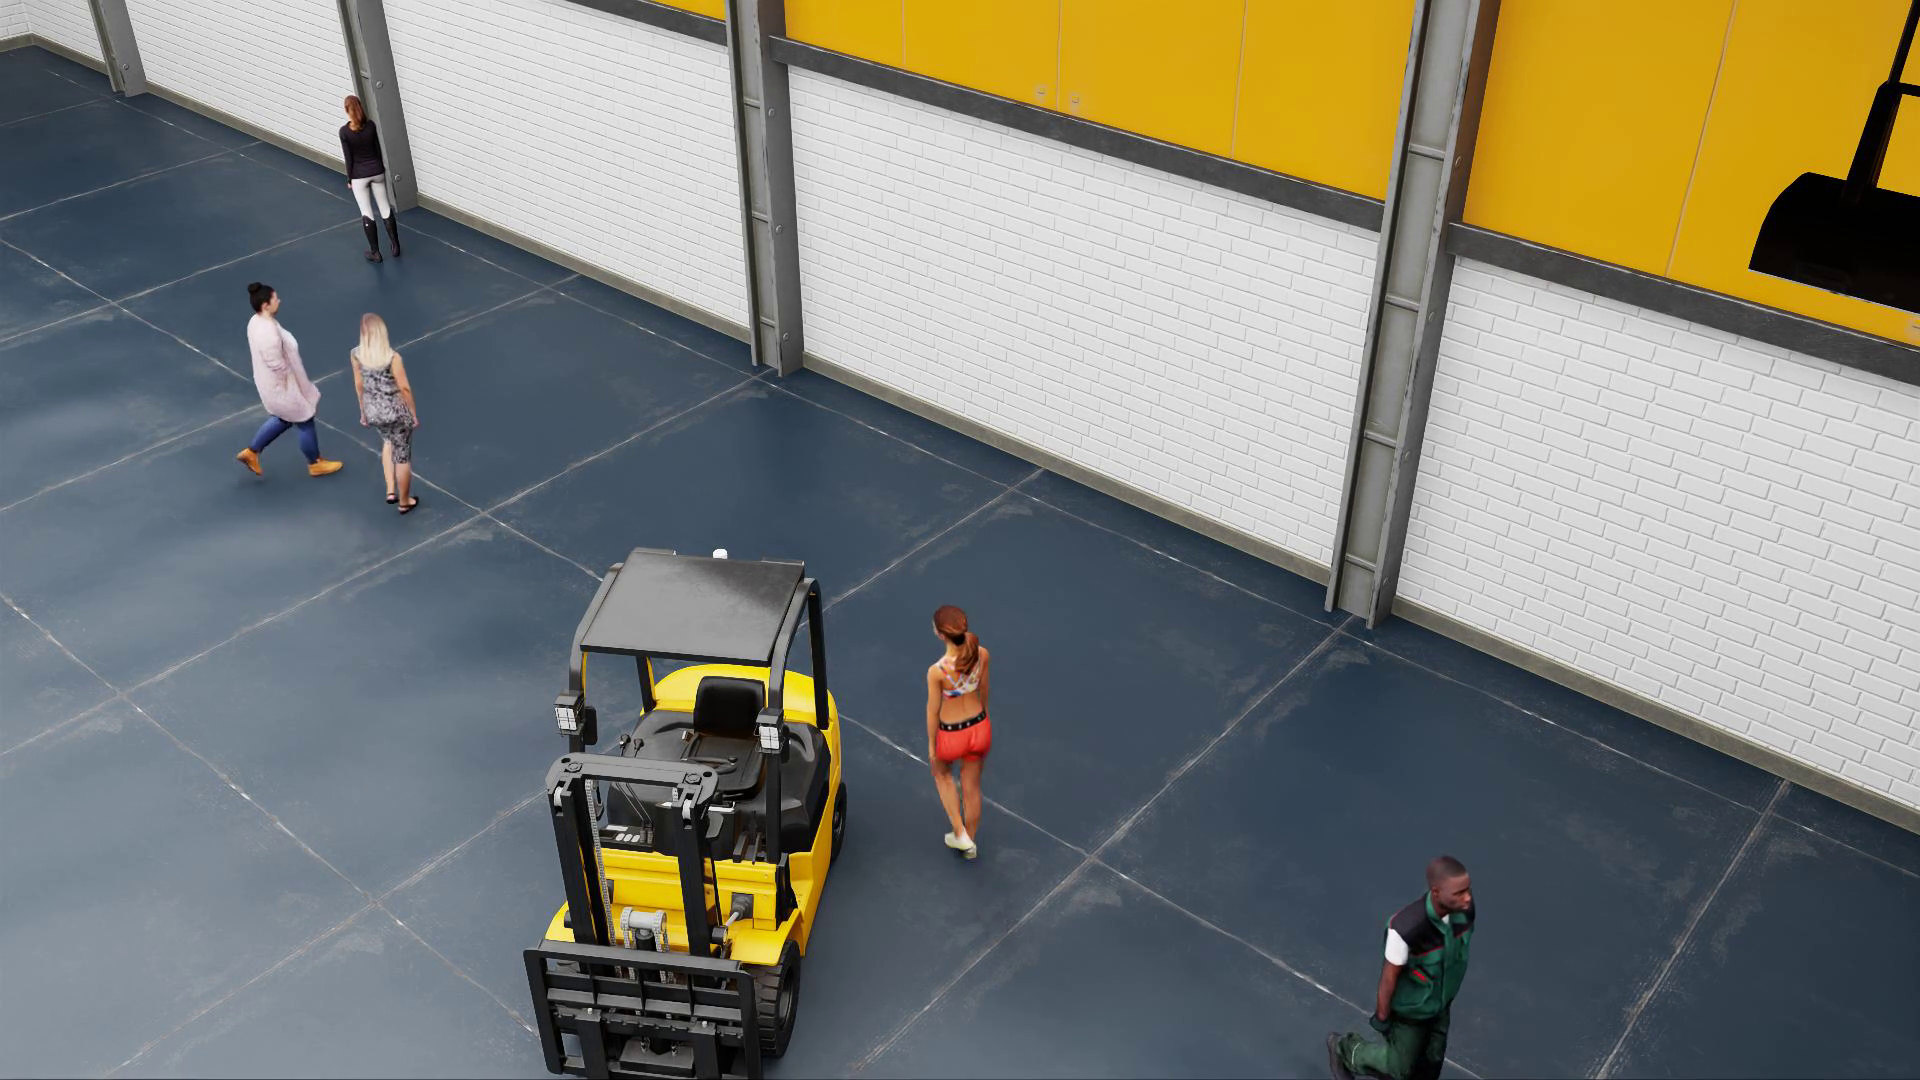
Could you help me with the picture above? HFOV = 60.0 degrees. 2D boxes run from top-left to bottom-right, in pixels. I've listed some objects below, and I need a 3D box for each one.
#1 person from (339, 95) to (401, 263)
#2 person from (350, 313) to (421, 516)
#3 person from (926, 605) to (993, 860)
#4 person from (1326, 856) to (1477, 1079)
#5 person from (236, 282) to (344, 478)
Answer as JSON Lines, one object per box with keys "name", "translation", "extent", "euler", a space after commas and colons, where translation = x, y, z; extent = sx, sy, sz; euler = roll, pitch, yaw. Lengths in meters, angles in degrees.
{"name": "person", "translation": [-6.027, -3.680, 16.921], "extent": [0.598, 1.728, 0.587], "euler": [-26, 41, -33]}
{"name": "person", "translation": [-4.437, -0.895, 12.774], "extent": [0.707, 1.683, 0.782], "euler": [6, 34, 8]}
{"name": "person", "translation": [0.039, 1.177, 9.570], "extent": [0.726, 1.777, 0.744], "euler": [-13, 36, -18]}
{"name": "person", "translation": [2.146, 2.162, 8.047], "extent": [0.801, 1.824, 0.964], "euler": [-23, 40, -31]}
{"name": "person", "translation": [-5.487, -1.224, 13.233], "extent": [0.946, 1.722, 1.037], "euler": [-18, 38, -25]}
